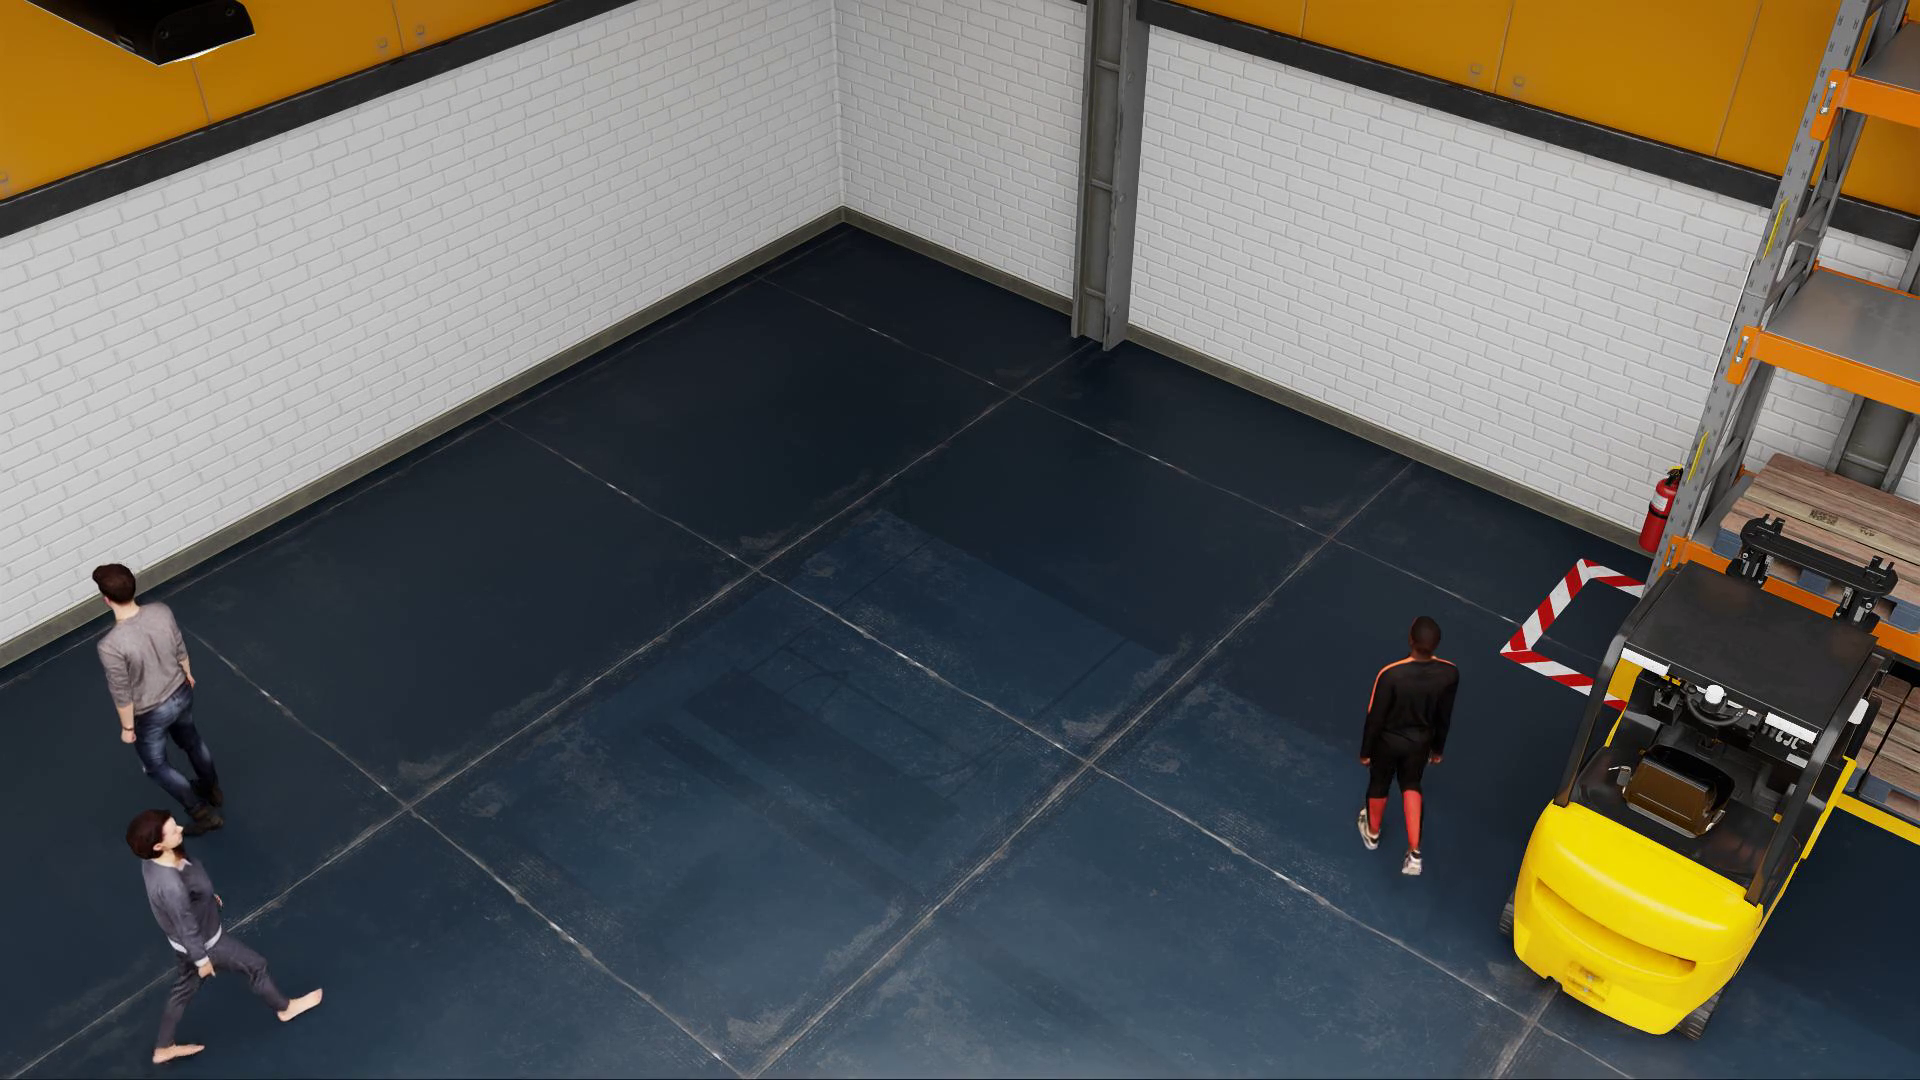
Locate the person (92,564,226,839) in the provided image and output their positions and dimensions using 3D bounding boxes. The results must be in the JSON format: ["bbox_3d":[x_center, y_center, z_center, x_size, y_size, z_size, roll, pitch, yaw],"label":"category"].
[{"bbox_3d":[-4.595,0.944,9.614,0.867,1.906,0.843,14,41,17],"label":"person"}]

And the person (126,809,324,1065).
[{"bbox_3d":[-3.940,2.028,8.397,0.792,1.731,1.071,-29,47,-31],"label":"person"}]

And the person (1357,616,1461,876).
[{"bbox_3d":[2.519,1.197,9.384,0.977,1.797,1.026,-2,39,-2],"label":"person"}]
